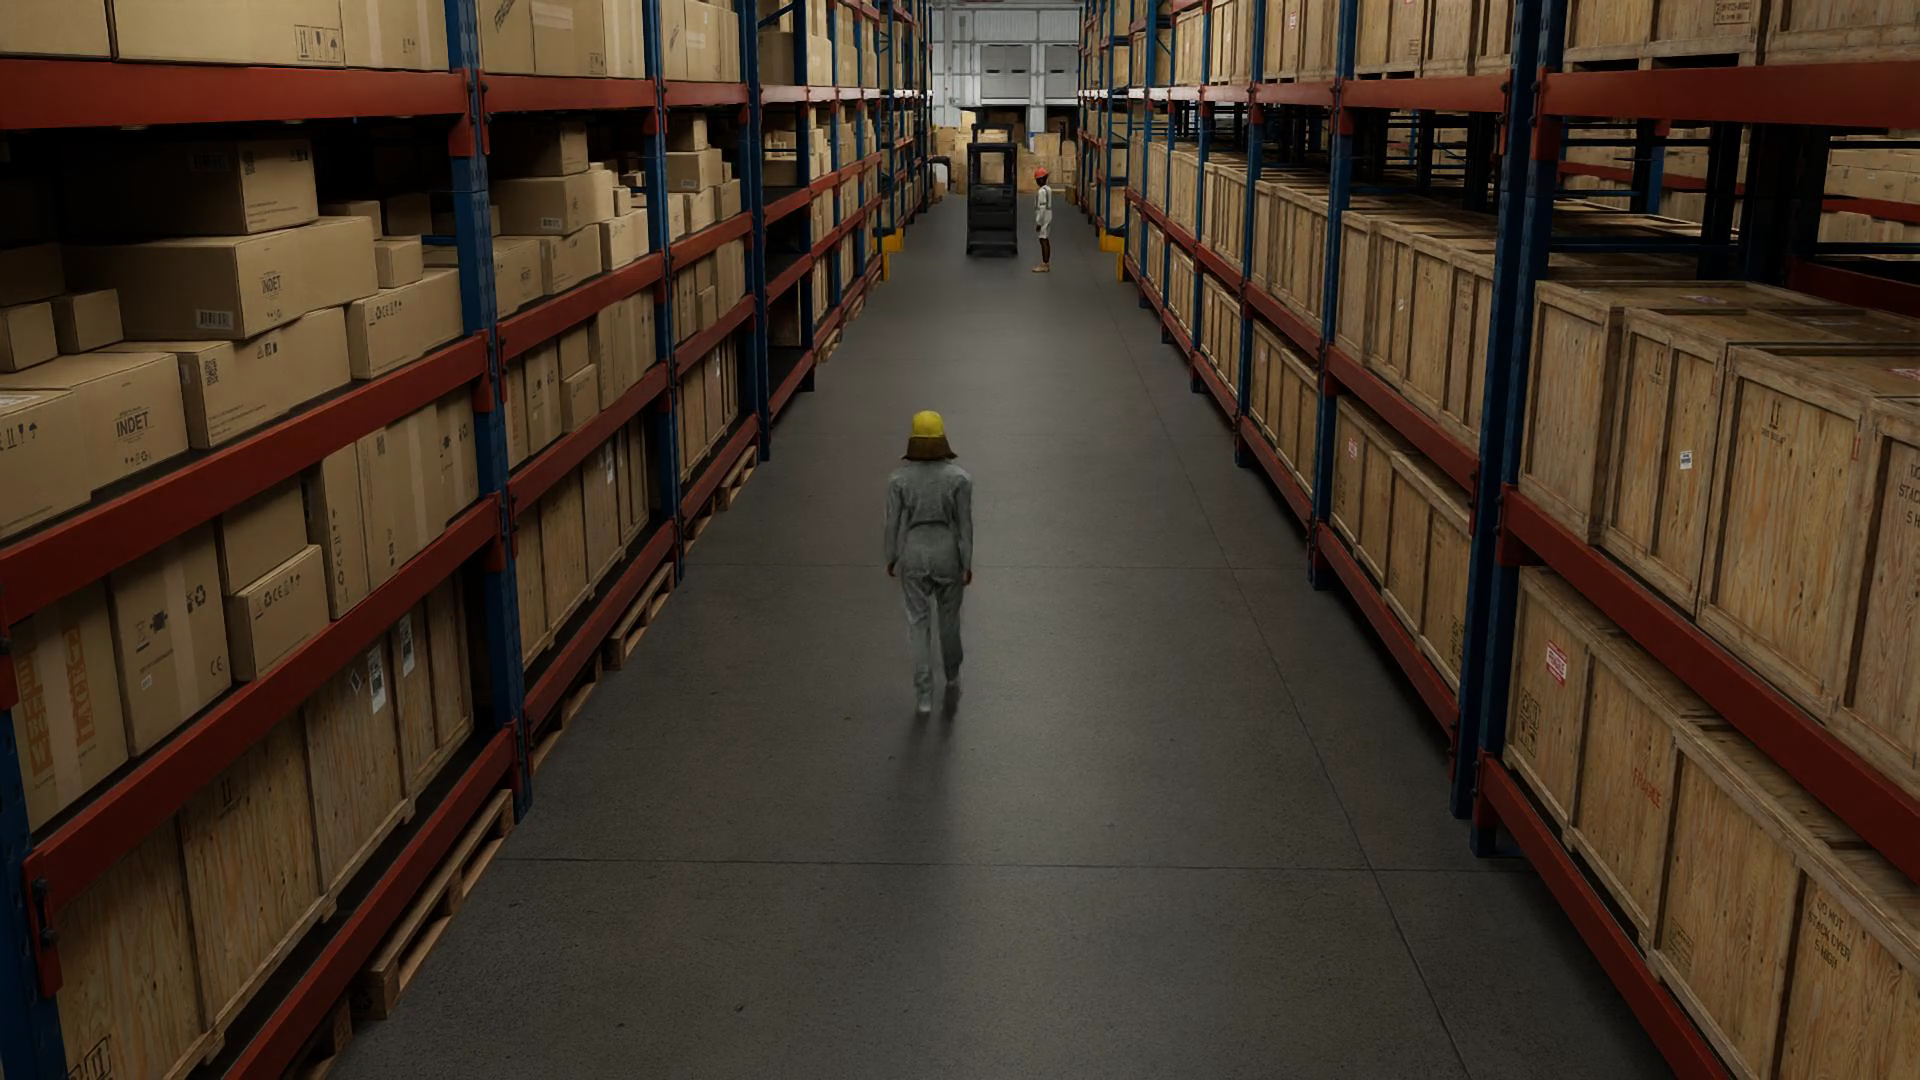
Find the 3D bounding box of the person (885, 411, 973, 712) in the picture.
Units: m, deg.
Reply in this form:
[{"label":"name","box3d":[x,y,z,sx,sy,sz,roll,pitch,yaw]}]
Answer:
[{"label":"person","box3d":[-0.176,0.092,9.642,0.509,1.709,0.728,0,15,1]}]

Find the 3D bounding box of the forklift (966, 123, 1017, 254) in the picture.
[{"label":"forklift","box3d":[0.717,-7.826,36.909,1.129,2.768,1.873,0,15,1]}]

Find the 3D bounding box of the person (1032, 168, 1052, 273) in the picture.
[{"label":"person","box3d":[1.615,-6.308,32.869,0.390,2.034,0.605,4,16,14]}]

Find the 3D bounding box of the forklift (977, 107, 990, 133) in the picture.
[{"label":"forklift","box3d":[1.156,-19.846,81.631,1.873,2.768,1.129,-6,16,-20]}]

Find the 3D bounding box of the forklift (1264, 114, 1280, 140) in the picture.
[{"label":"forklift","box3d":[11.019,-13.920,59.584,1.129,2.768,1.873,0,15,2]}]

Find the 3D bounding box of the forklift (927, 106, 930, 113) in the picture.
[{"label":"forklift","box3d":[-1.995,-20.729,84.918,1.129,2.768,1.873,0,15,2]}]

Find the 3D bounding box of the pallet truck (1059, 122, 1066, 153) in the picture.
[{"label":"pallet truck","box3d":[5.788,-21.111,88.014,1.885,1.965,0.823,5,16,18]}]

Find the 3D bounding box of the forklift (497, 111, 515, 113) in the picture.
[{"label":"forklift","box3d":[-18.326,-16.181,67.997,1.129,2.768,1.873,0,15,1]}]

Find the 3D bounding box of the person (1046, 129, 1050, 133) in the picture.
[{"label":"person","box3d":[4.706,-21.118,88.765,0.539,1.615,0.549,7,16,23]}]
